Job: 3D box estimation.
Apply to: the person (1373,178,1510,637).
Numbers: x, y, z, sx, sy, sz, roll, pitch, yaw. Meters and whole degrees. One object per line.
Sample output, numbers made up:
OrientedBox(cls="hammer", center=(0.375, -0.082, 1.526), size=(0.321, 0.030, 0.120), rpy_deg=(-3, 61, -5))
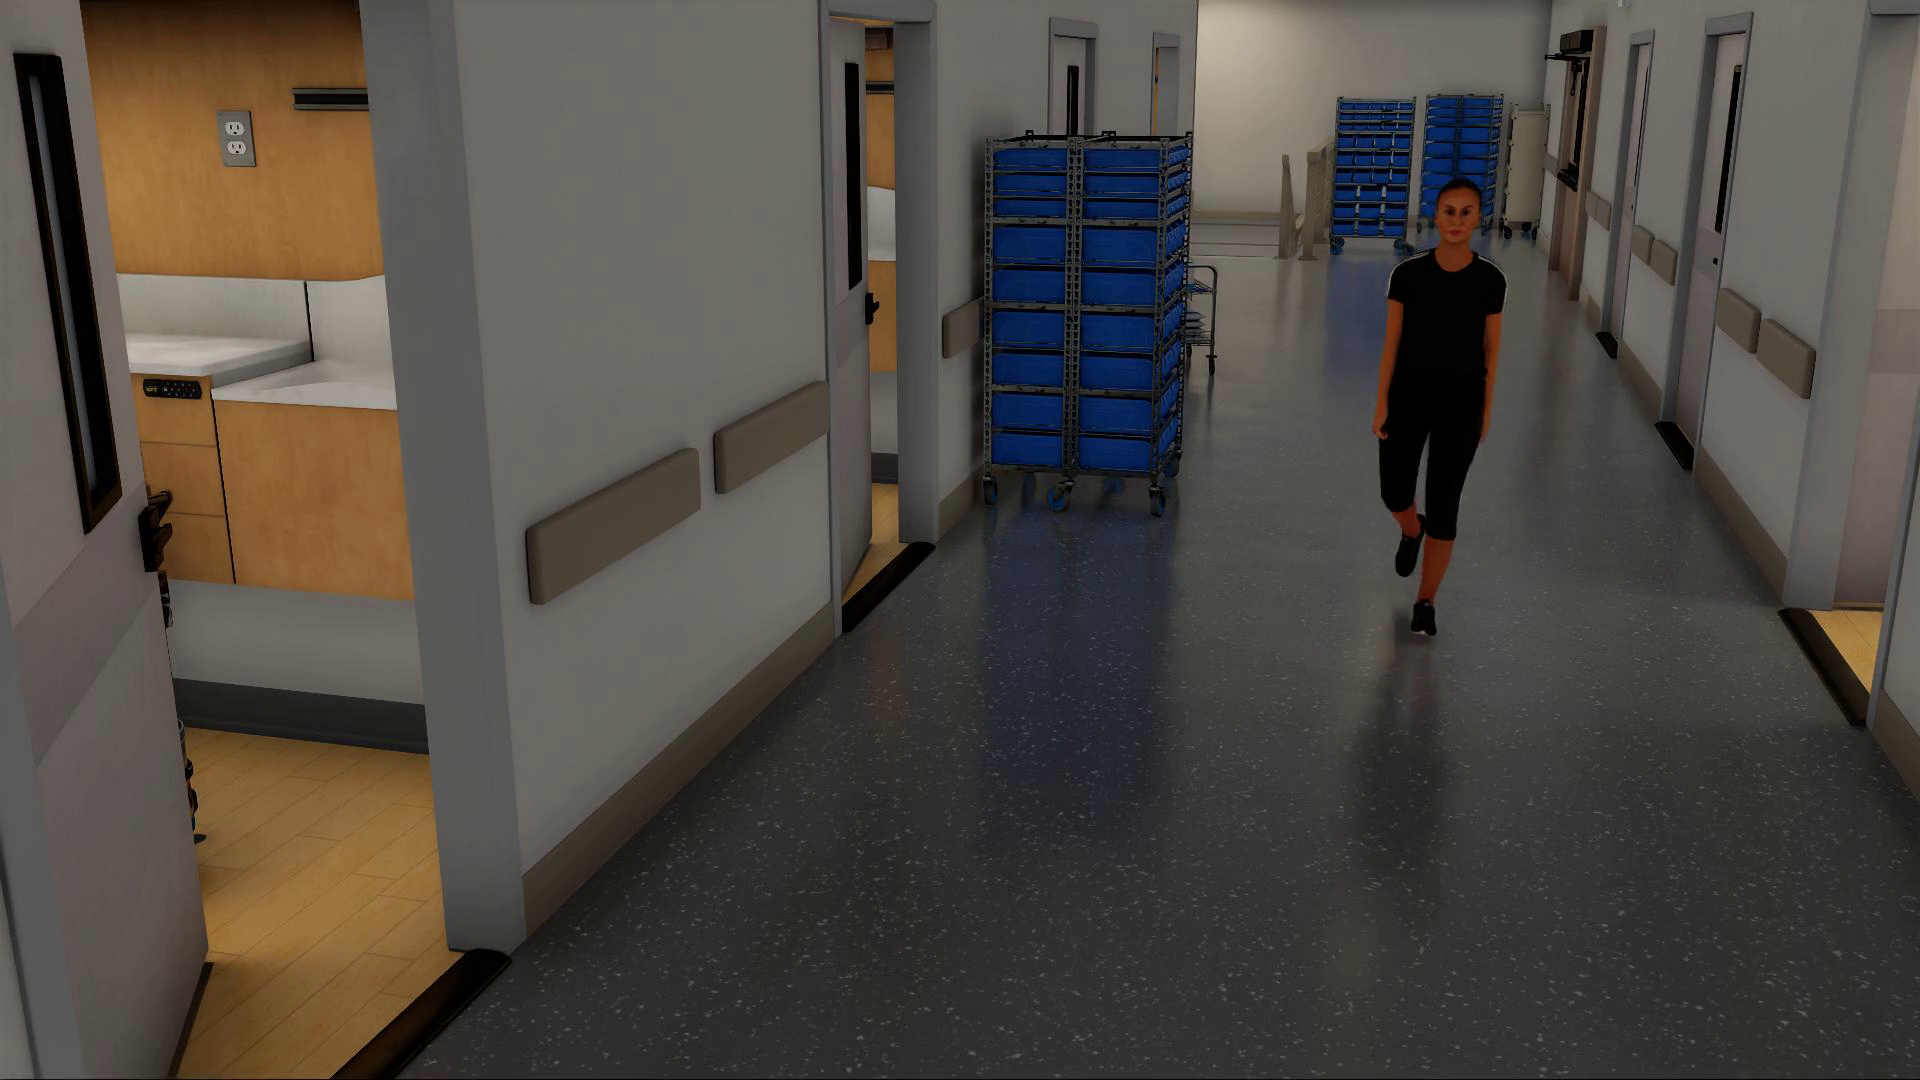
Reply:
OrientedBox(cls="person", center=(1.767, -0.507, 6.220), size=(0.644, 1.651, 0.945), rpy_deg=(6, 17, 19))
